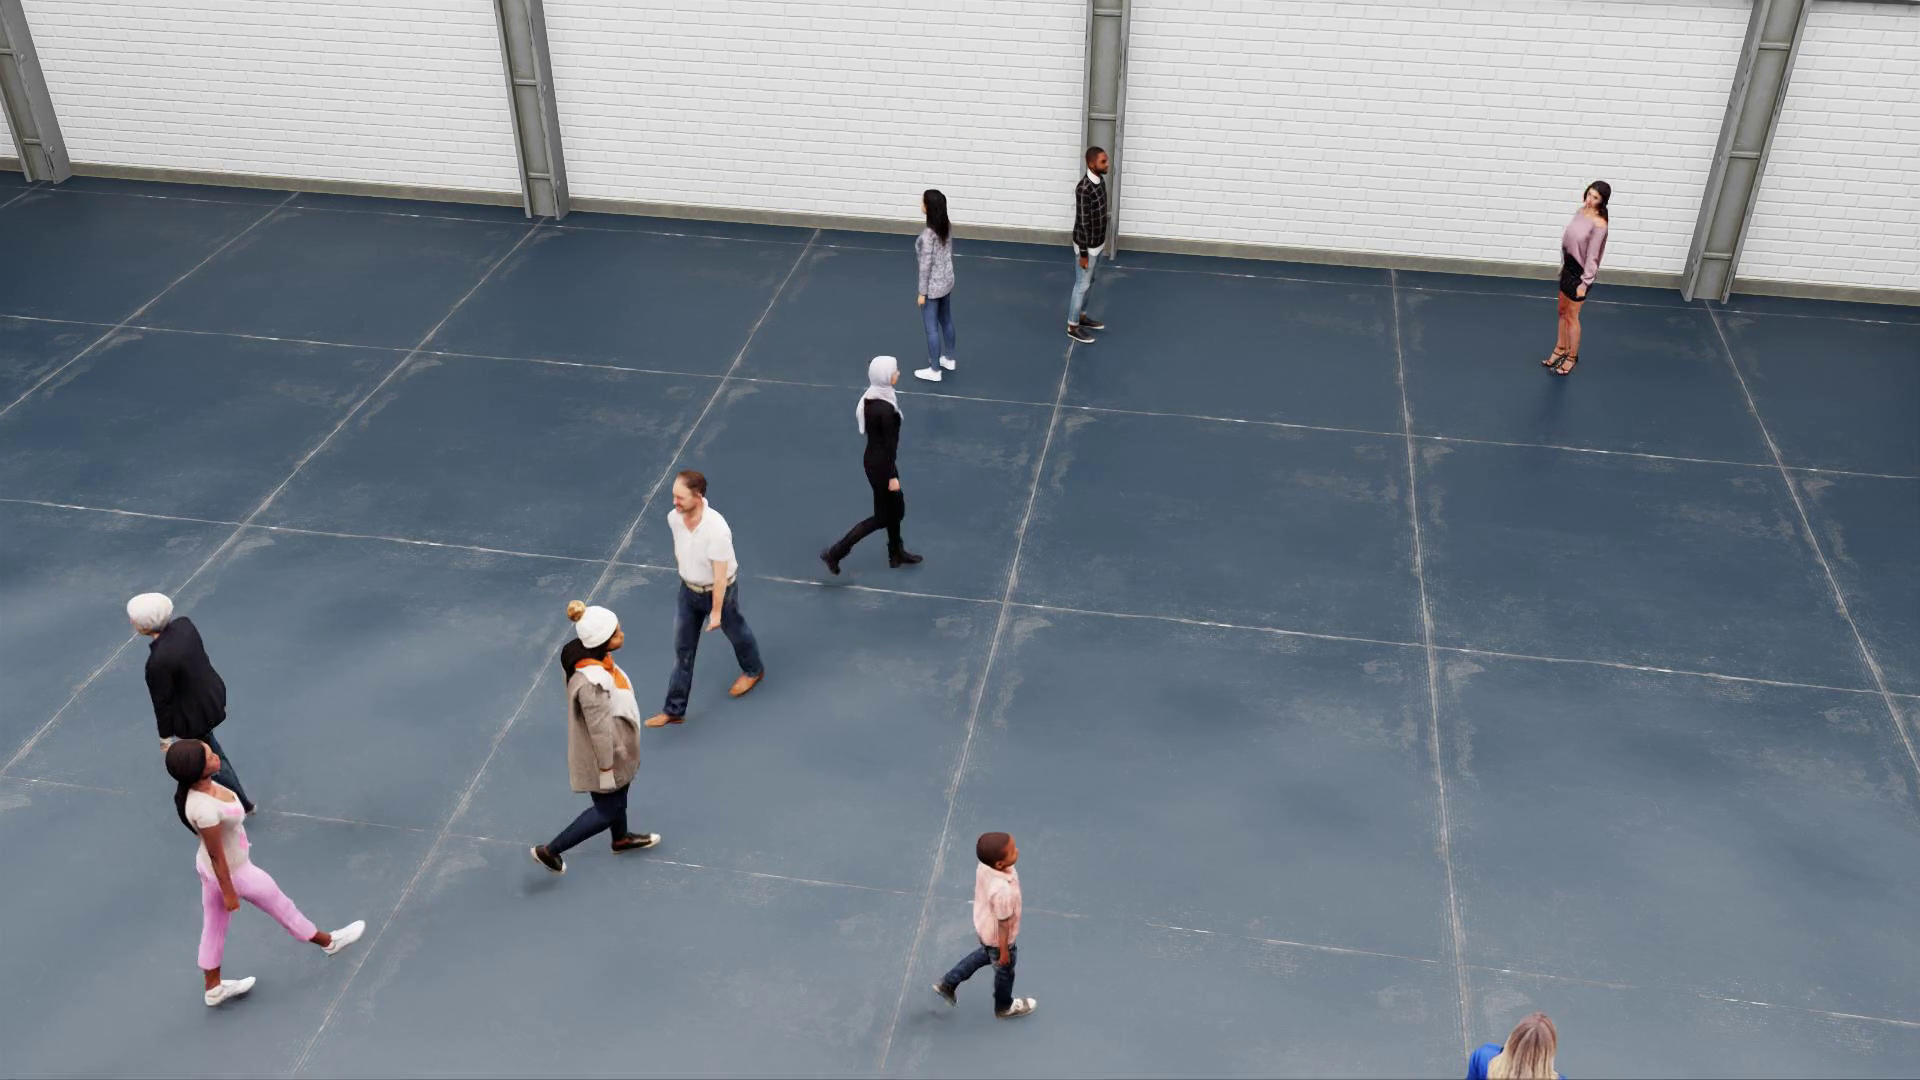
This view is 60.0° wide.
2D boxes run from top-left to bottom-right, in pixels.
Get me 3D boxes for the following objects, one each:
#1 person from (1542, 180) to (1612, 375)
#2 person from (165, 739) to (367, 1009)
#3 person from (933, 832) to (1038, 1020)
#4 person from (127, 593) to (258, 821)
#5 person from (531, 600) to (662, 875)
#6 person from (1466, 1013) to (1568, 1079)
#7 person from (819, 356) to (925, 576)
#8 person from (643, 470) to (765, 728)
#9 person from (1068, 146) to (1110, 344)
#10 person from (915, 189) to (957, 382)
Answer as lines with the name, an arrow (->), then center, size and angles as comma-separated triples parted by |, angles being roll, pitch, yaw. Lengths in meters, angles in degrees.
person -> 5.416, -2.313, 14.611 | 0.639, 1.811, 0.701 | 0, 34, 0
person -> -3.872, 1.755, 8.592 | 1.123, 1.700, 1.080 | -23, 40, -30
person -> 0.126, 2.004, 8.579 | 0.848, 1.299, 0.687 | -7, 34, -11
person -> -4.348, 0.976, 9.681 | 0.666, 1.762, 0.769 | 3, 34, 5
person -> -2.130, 1.143, 9.355 | 1.105, 1.873, 0.954 | -10, 35, -15
person -> 2.356, 2.659, 7.230 | 0.591, 1.701, 0.741 | 16, 37, 23
person -> -0.645, -0.471, 11.886 | 1.117, 1.760, 0.880 | -9, 35, -14
person -> -1.523, 0.320, 10.657 | 1.254, 1.804, 1.130 | 23, 40, 31
person -> 1.174, -2.735, 15.239 | 0.618, 1.818, 0.717 | 13, 36, 19
person -> -0.208, -2.244, 14.580 | 0.632, 1.731, 0.668 | 17, 37, 24
